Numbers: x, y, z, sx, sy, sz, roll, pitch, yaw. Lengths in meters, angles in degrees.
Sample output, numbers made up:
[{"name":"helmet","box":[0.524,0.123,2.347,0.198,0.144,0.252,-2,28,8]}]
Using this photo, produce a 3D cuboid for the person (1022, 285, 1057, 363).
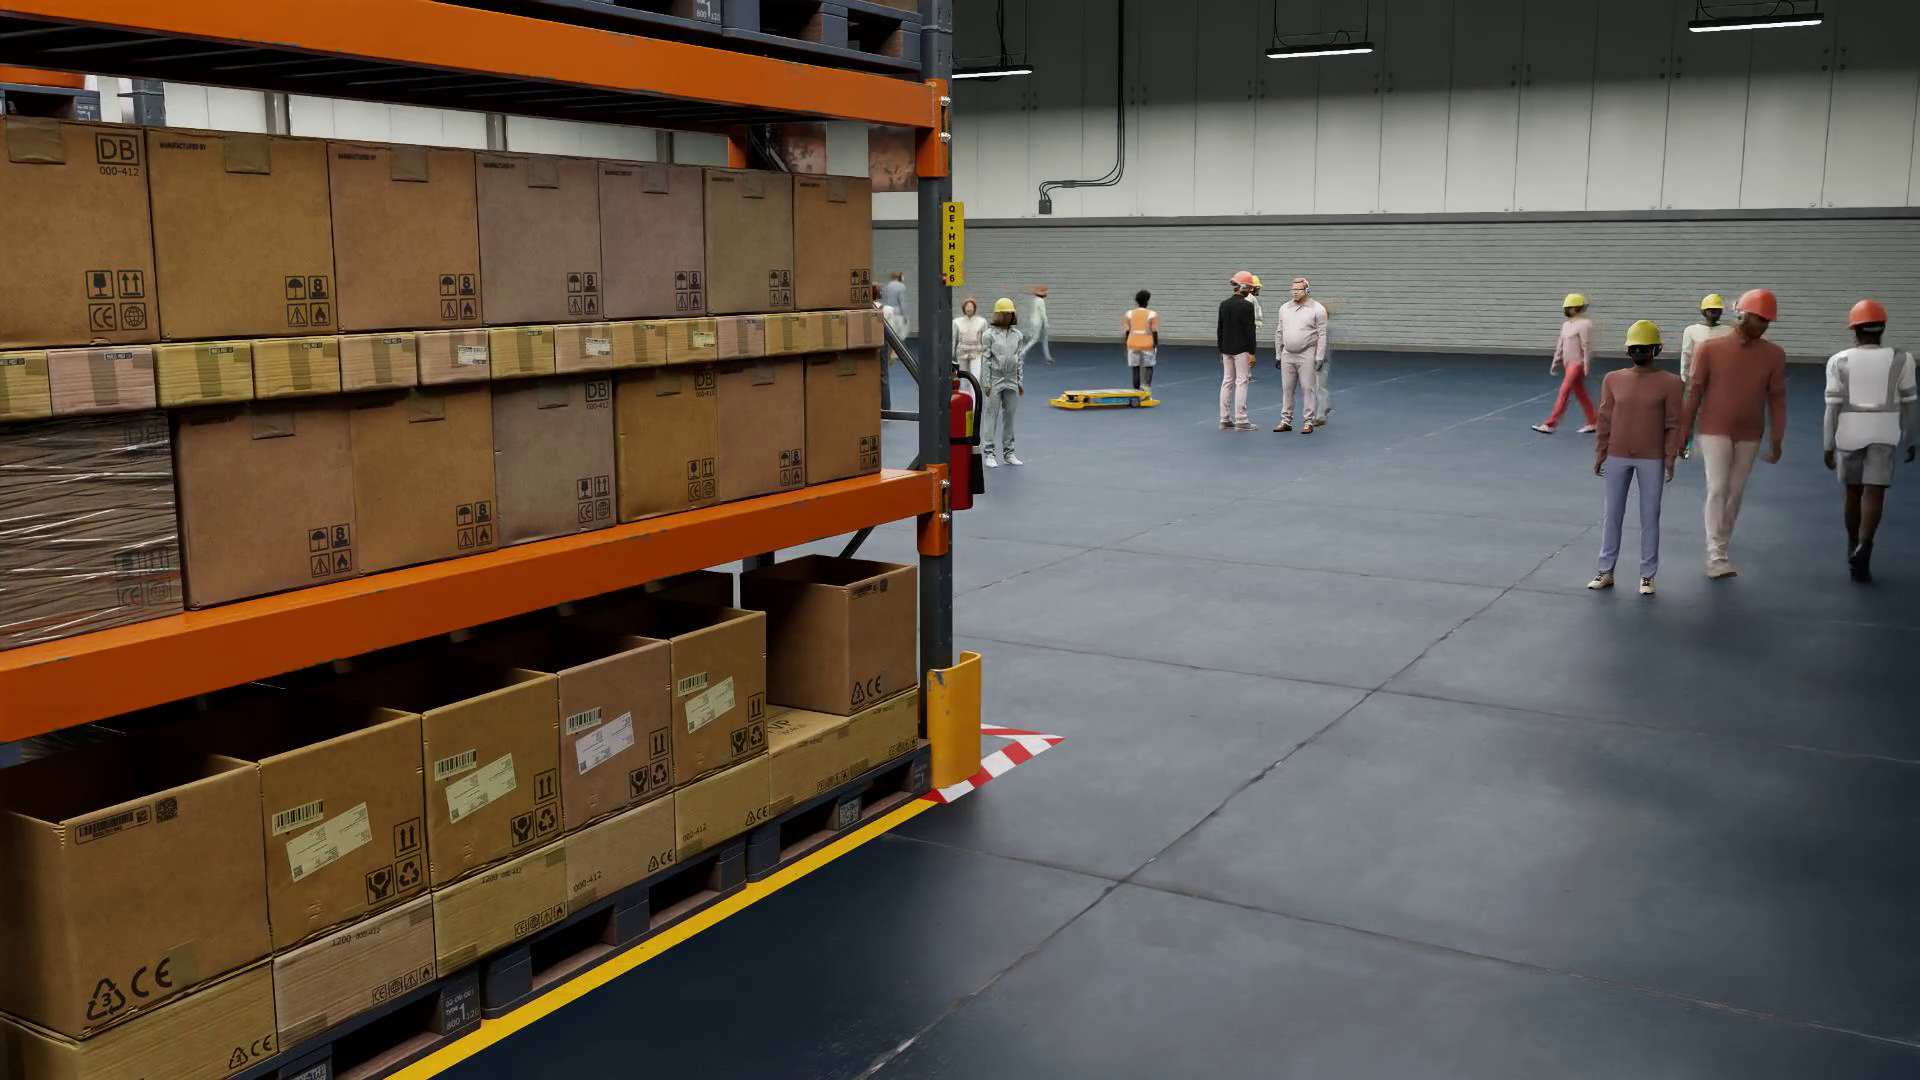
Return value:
[{"name":"person","box":[1.566,-4.382,33.778,0.773,1.603,0.497,0,10,0]}]

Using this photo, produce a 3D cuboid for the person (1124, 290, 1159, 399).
[{"name":"person","box":[2.684,-2.855,24.613,0.532,1.679,0.385,3,10,17]}]

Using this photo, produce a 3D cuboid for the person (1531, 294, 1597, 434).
[{"name":"person","box":[7.478,-2.150,20.372,0.925,1.713,0.547,-1,10,-7]}]

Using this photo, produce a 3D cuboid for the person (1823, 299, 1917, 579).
[{"name":"person","box":[6.222,-0.699,11.401,0.576,1.895,0.968,6,11,32]}]

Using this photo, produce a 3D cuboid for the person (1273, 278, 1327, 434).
[{"name":"person","box":[4.166,-2.261,20.471,0.652,1.906,0.402,7,12,36]}]

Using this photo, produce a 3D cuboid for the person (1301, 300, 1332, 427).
[{"name":"person","box":[4.572,-2.249,21.244,0.366,1.617,0.518,-3,10,-17]}]

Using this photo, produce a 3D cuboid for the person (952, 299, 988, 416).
[{"name":"person","box":[0.126,-2.512,22.842,0.529,1.593,0.882,1,10,3]}]

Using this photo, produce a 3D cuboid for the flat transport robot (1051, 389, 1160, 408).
[{"name":"flat transport robot","box":[2.096,-2.047,23.998,1.431,0.197,0.652,-4,10,-20]}]

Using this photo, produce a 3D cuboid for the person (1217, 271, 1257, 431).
[{"name":"person","box":[3.486,-2.356,20.795,0.395,1.982,0.626,-6,12,-32]}]

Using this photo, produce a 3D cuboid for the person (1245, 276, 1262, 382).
[{"name":"person","box":[5.046,-3.664,28.898,0.404,1.833,0.591,2,10,9]}]

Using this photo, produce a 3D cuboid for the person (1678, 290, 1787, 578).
[{"name":"person","box":[5.260,-0.699,11.218,0.640,1.946,0.914,1,10,5]}]

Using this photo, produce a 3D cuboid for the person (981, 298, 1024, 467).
[{"name":"person","box":[0.452,-1.628,17.238,0.487,1.746,0.287,-6,11,-31]}]

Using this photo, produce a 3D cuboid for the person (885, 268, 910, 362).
[{"name":"person","box":[-1.286,-4.623,34.227,0.443,1.929,0.649,-7,12,-36]}]

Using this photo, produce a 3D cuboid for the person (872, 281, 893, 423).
[{"name":"person","box":[-1.120,-2.438,21.684,0.505,1.846,0.347,-1,10,-6]}]

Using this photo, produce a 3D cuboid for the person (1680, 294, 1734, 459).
[{"name":"person","box":[8.002,-1.742,17.833,0.531,1.771,0.302,2,10,13]}]

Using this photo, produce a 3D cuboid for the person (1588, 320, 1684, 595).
[{"name":"person","box":[4.372,-0.532,10.762,0.522,1.768,0.312,7,12,34]}]
